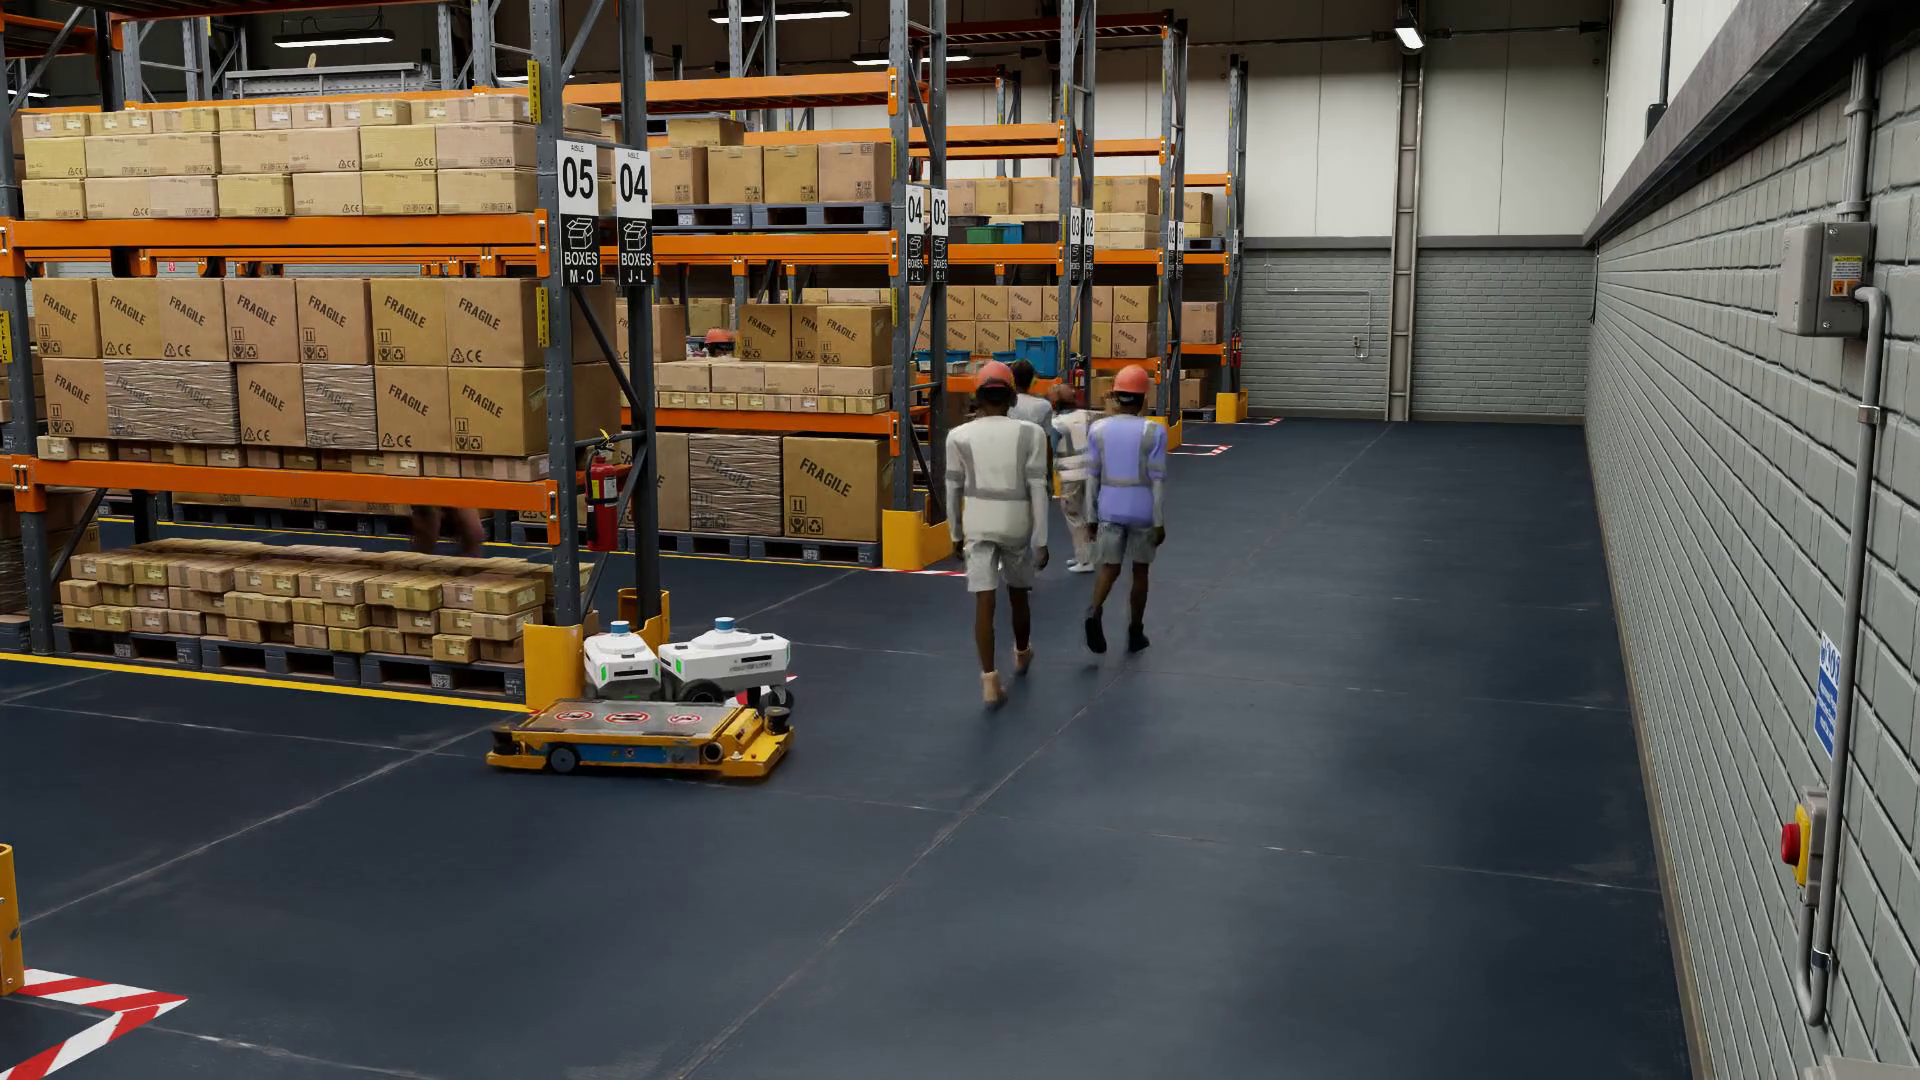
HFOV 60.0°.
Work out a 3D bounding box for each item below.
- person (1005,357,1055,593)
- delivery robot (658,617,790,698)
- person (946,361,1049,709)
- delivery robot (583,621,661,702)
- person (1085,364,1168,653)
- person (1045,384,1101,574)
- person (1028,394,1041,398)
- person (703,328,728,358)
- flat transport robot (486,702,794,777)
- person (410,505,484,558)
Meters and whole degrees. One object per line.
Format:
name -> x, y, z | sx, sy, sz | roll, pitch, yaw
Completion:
person -> 0.491, -0.495, 12.993 | 0.527, 1.855, 0.438 | 0, 9, -2
delivery robot -> -1.327, 0.681, 9.403 | 0.707, 0.478, 0.477 | -5, 10, -29
person -> 0.232, -0.062, 9.885 | 0.622, 1.980, 1.059 | 1, 9, 6
delivery robot -> -1.898, 0.696, 9.308 | 0.477, 0.478, 0.707 | -3, 10, -20
person -> 1.063, -0.177, 10.817 | 0.549, 1.919, 0.717 | 4, 10, 25
person -> 0.919, -0.508, 13.852 | 0.457, 1.594, 0.577 | 8, 12, 40
person -> 0.989, -1.942, 22.853 | 0.841, 1.589, 0.512 | 1, 9, 6
person -> -2.675, -1.452, 18.906 | 0.988, 1.891, 0.552 | 3, 10, 18
flat transport robot -> -1.627, 1.005, 8.553 | 1.431, 0.197, 0.652 | 1, 9, 7
person -> -3.707, -0.370, 12.112 | 0.791, 1.877, 0.681 | 5, 10, 27
